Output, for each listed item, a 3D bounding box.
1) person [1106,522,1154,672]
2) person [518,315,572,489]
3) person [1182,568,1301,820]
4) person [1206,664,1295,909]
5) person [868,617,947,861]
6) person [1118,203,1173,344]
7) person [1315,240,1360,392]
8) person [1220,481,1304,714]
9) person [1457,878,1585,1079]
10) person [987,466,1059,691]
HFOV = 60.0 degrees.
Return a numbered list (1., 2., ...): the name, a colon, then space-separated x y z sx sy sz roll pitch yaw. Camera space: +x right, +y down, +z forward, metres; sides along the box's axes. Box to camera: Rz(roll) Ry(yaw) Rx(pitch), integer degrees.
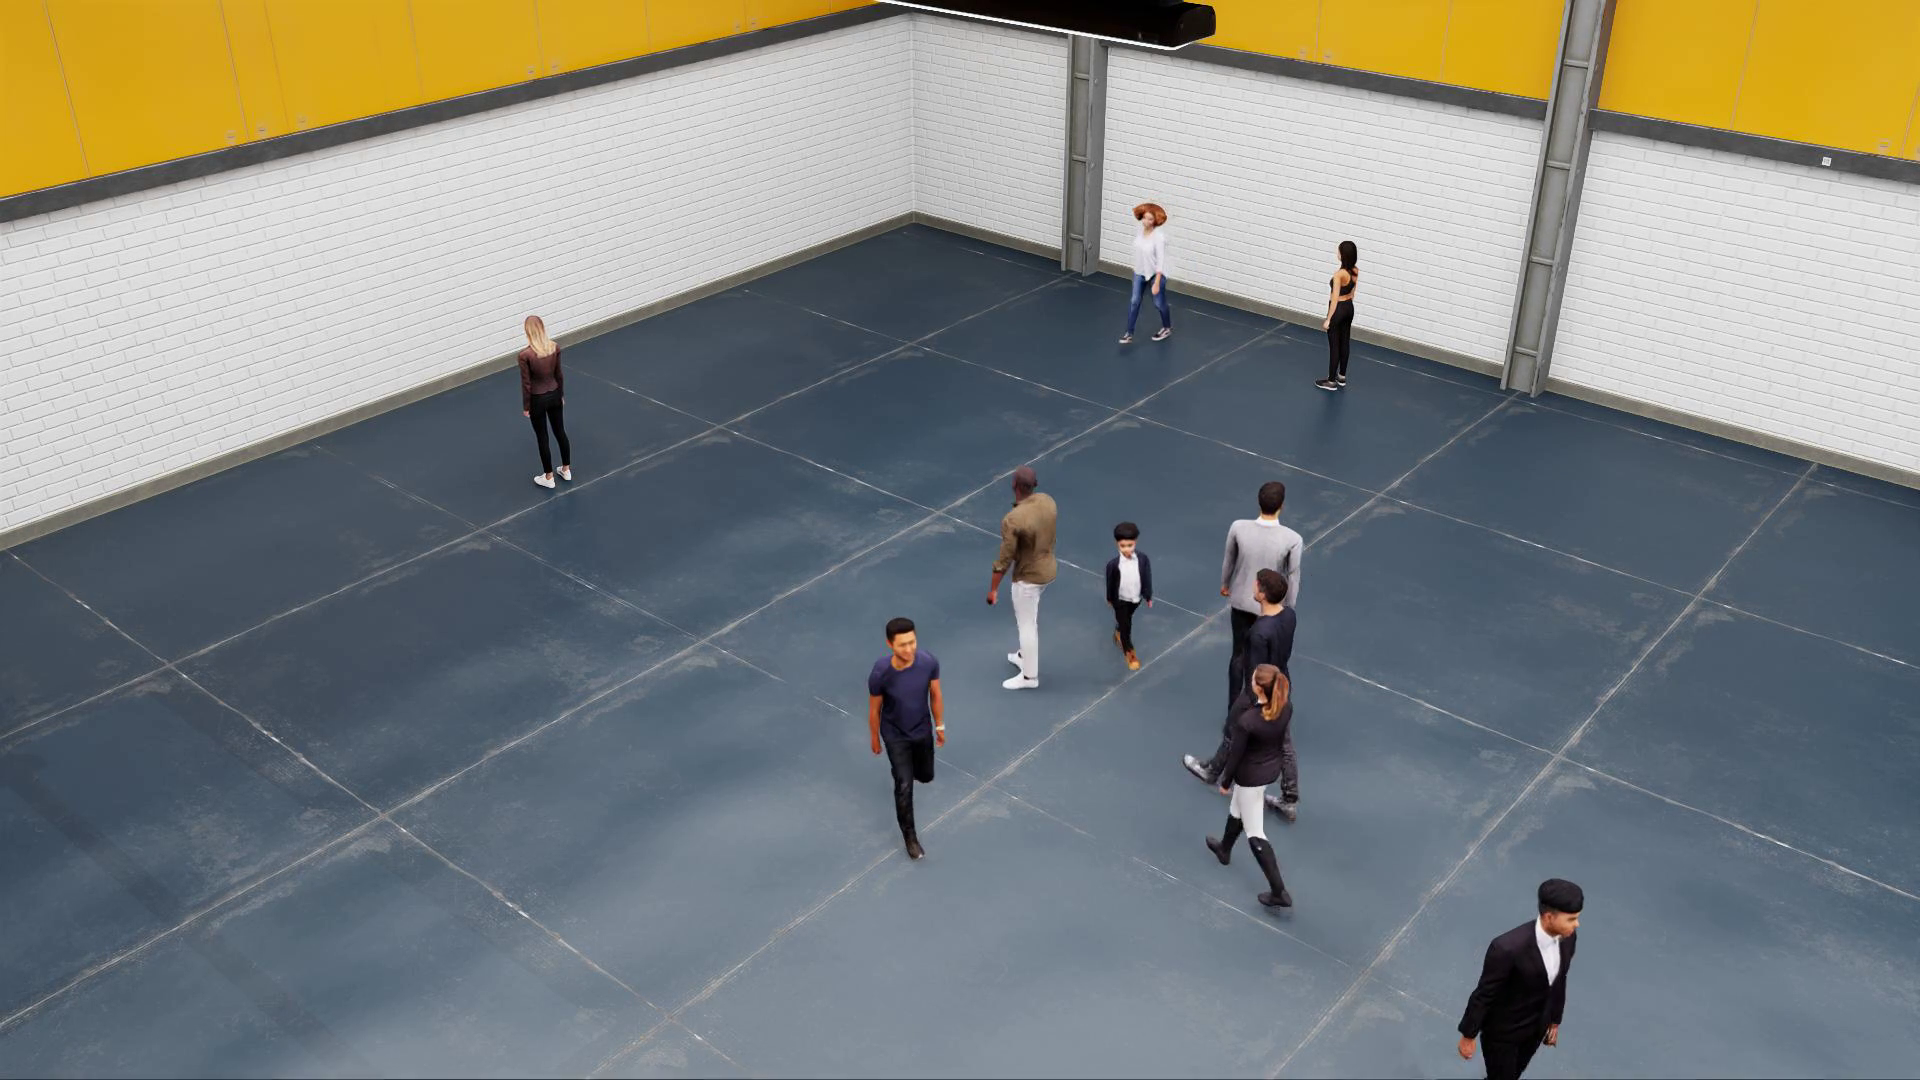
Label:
1. person: 1.313 0.390 13.176 0.784 1.191 0.927 -8 30 -15
2. person: -3.941 -1.321 15.776 0.485 1.704 0.605 23 36 36
3. person: 2.146 1.093 11.222 0.718 1.828 1.146 -25 37 -38
4. person: 1.910 1.566 10.492 0.750 1.696 1.143 -21 35 -33
5. person: -0.367 1.227 11.029 0.936 1.776 1.091 -10 30 -17
6. person: 2.231 -3.072 19.005 0.775 1.685 0.982 -21 35 -33
7. person: 4.093 -2.419 17.853 0.577 1.644 0.526 -23 36 -36
8. person: 2.164 0.498 12.256 1.282 1.882 1.099 10 30 17
9. person: 2.831 2.458 8.685 0.865 1.860 0.862 -11 31 -19
10. person: 0.598 0.293 12.702 0.678 1.814 0.827 16 32 27
